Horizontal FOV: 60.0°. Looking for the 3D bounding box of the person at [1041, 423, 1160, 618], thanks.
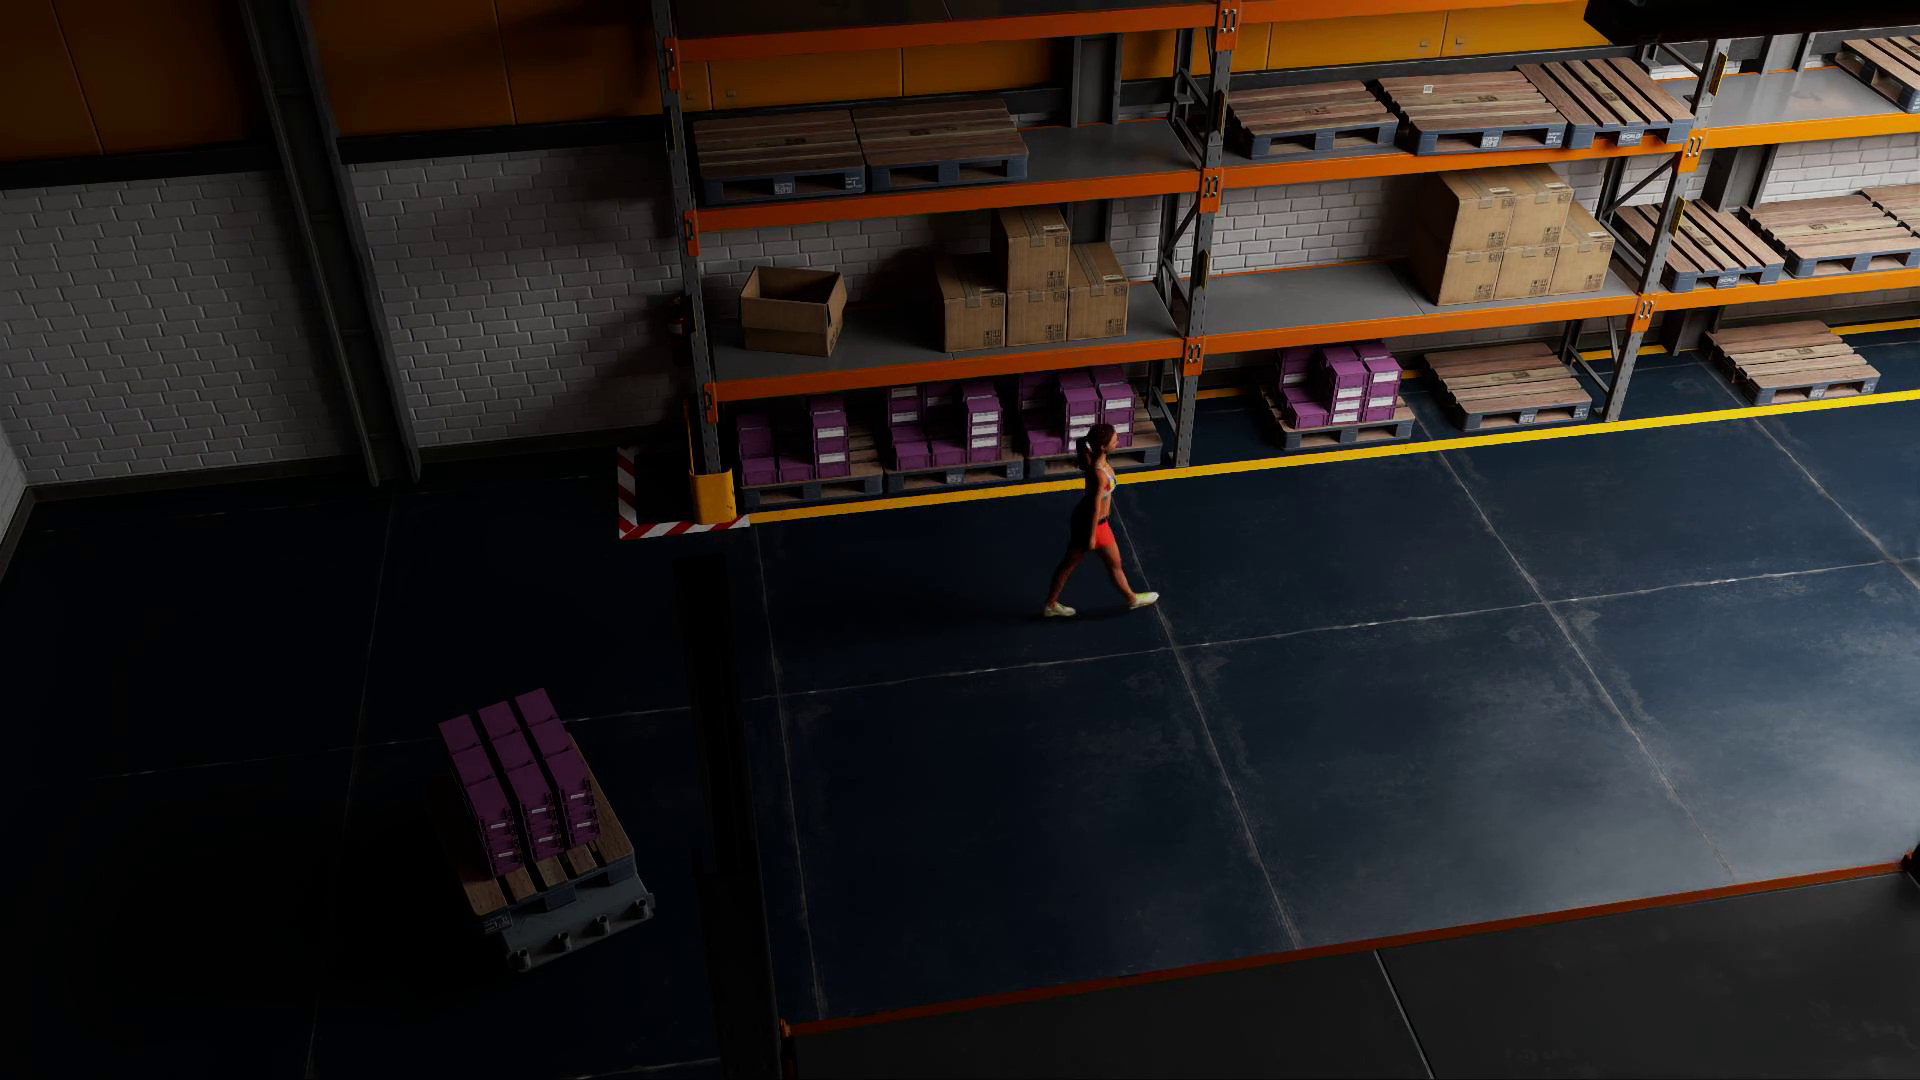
[{"bbox_3d":[0.894,-0.095,12.352,1.126,1.744,0.612,-5,39,-6],"label":"person"}]
